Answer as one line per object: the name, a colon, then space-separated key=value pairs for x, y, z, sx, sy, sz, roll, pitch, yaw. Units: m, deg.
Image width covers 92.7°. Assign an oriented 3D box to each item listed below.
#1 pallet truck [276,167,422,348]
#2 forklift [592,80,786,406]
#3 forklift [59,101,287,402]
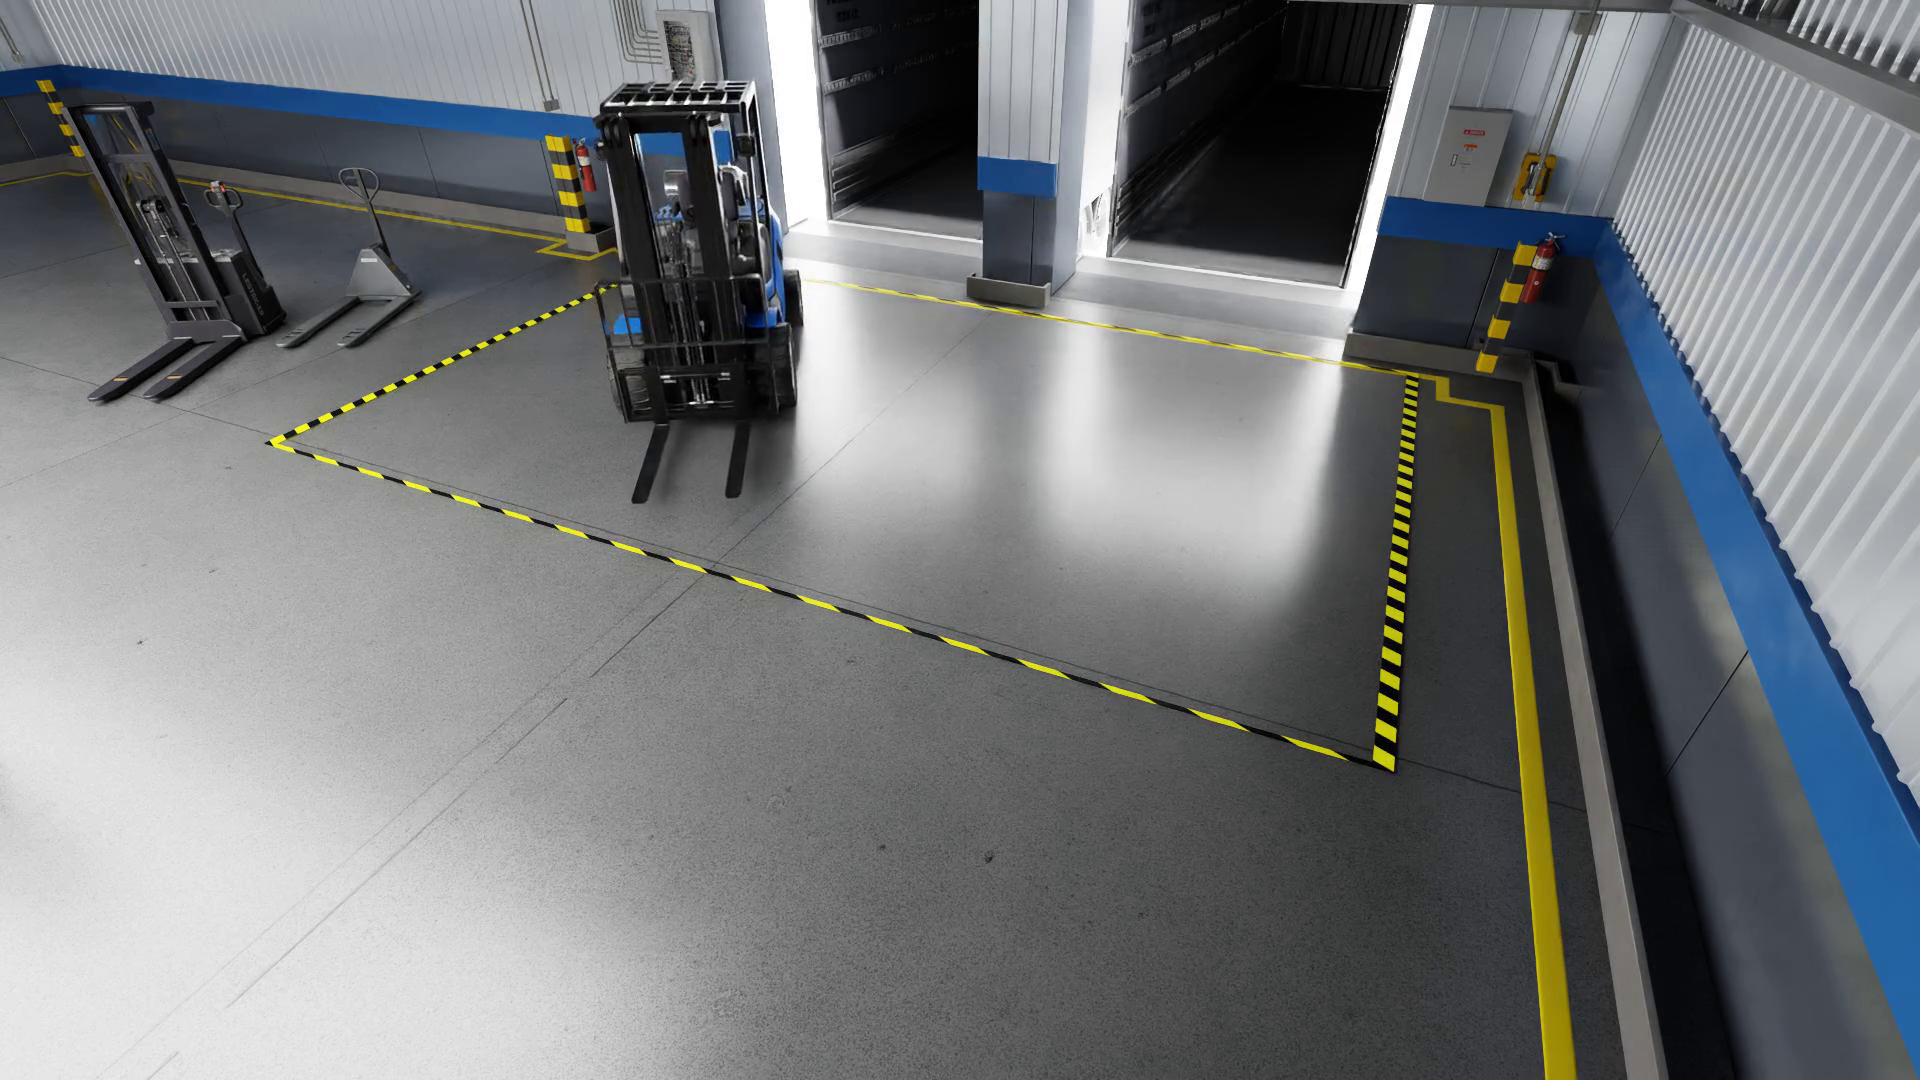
pallet truck: x=-5.732 y=-2.611 z=8.414 sx=0.680 sy=1.201 sz=1.601 roll=-1 pitch=35 yaw=-1
forklift: x=-2.041 y=-2.446 z=7.205 sx=1.157 sy=2.036 sz=2.680 roll=-4 pitch=35 yaw=-6
forklift: x=-6.686 y=-2.387 z=7.434 sx=0.823 sy=1.965 sz=1.885 roll=-3 pitch=35 yaw=-5
